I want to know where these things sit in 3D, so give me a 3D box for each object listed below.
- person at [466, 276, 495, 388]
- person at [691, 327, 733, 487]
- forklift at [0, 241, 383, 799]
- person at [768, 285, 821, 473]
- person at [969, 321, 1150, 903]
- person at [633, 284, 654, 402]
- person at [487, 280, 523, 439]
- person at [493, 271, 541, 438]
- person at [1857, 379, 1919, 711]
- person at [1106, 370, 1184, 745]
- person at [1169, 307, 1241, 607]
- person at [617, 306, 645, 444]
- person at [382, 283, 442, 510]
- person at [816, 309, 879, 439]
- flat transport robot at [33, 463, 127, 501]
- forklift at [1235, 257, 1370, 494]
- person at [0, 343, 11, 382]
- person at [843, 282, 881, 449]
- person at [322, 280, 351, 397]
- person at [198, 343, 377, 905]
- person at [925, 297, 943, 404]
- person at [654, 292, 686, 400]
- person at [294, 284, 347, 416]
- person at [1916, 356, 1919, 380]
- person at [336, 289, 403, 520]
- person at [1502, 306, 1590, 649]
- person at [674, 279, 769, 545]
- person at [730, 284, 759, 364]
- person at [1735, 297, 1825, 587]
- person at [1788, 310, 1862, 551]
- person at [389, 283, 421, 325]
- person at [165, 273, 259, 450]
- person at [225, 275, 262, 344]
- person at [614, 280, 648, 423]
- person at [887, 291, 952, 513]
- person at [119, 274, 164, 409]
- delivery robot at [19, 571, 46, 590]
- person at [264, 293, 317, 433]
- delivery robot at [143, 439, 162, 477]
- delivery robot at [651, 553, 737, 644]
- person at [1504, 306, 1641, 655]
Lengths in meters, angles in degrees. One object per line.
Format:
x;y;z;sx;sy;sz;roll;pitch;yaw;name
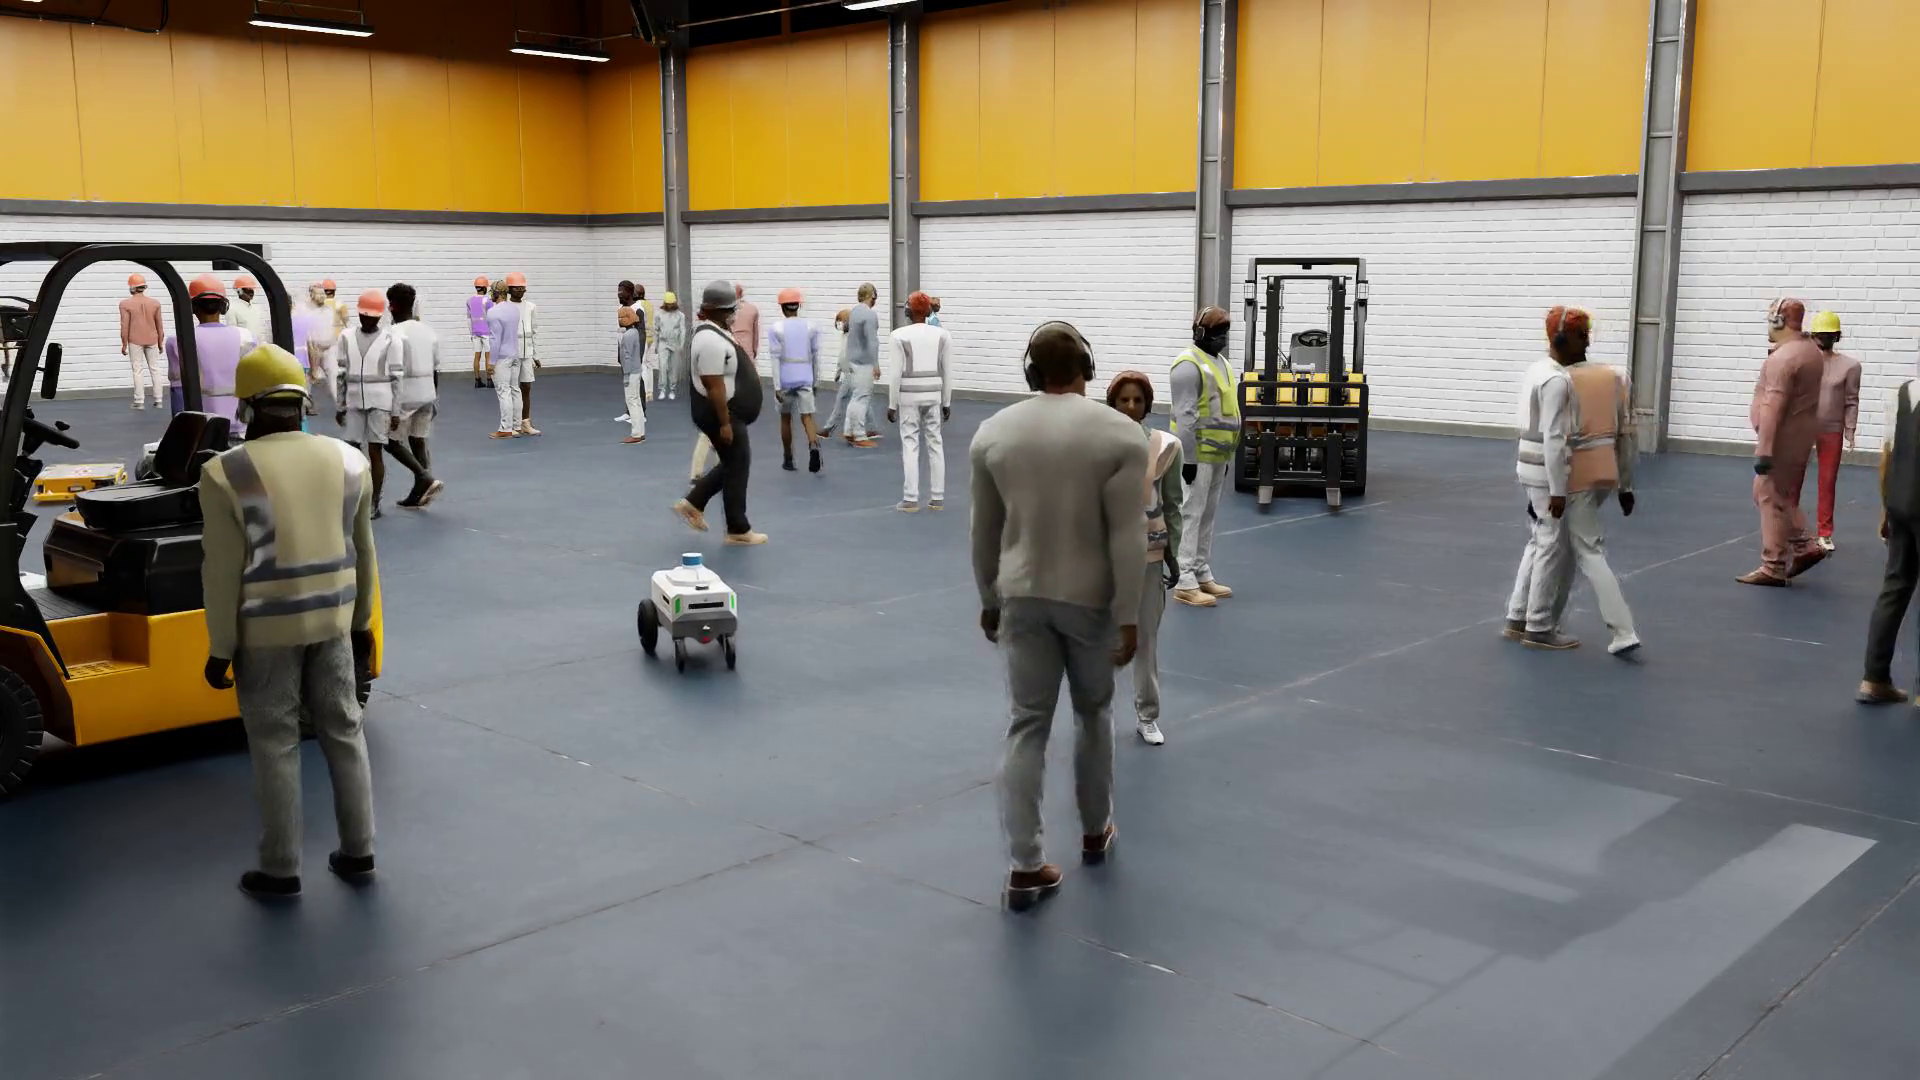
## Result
-8.301;-3.611;28.961;0.542;1.939;0.361;3;10;20;person
-2.300;-1.282;15.764;0.570;1.589;0.574;-2;9;-12;person
-3.706;-0.171;7.093;1.214;2.155;2.313;9;13;43;forklift
-1.656;-1.617;16.837;0.542;1.913;0.845;-3;10;-20;person
0.333;0.217;5.625;0.650;1.886;0.912;3;10;16;person
-4.983;-3.057;25.869;0.429;1.839;0.634;1;9;9;person
-5.568;-2.194;20.279;0.373;1.940;0.630;2;10;13;person
-5.436;-2.281;20.492;0.374;2.044;0.607;8;12;40;person
4.536;-0.100;7.771;0.471;1.838;0.590;-2;10;-14;person
0.715;0.081;7.244;0.513;1.641;0.307;0;9;-2;person
1.525;-0.522;10.333;0.430;1.841;0.624;5;11;29;person
-3.921;-1.959;19.798;0.276;1.627;0.501;0;9;-1;person
-4.651;-1.198;14.132;0.492;1.948;0.638;4;10;25;person
-1.379;-1.994;20.126;0.884;1.575;0.529;-2;9;-11;person
-8.049;-0.541;15.241;0.652;0.197;1.431;-4;10;-22;flat transport robot
3.309;-1.629;16.029;1.214;2.155;2.313;2;9;11;forklift
-11.955;-2.140;20.380;0.565;1.812;0.948;-5;10;-26;person
-1.121;-2.011;19.236;0.429;1.924;0.760;-3;10;-19;person
-10.185;-3.278;27.077;0.552;1.896;0.858;0;9;2;person
-2.206;0.274;5.473;0.404;1.831;0.599;7;12;38;person
-0.428;-2.914;25.603;0.315;1.641;0.515;-3;10;-16;person
-4.569;-3.045;26.206;0.505;1.692;0.809;-2;9;-12;person
-8.977;-2.655;23.352;0.985;1.850;0.671;6;11;32;person
6.702;-0.674;11.059;0.651;1.906;0.403;9;13;43;person
-4.881;-1.109;13.736;0.603;1.903;0.460;0;9;3;person
3.217;-0.338;9.111;0.460;1.878;0.651;2;10;14;person
-1.775;-0.963;12.418;0.619;2.000;0.710;-1;9;-7;person
-3.230;-2.814;24.362;0.663;1.856;1.005;-5;10;-27;person
5.336;-0.629;10.829;0.420;1.888;0.664;8;12;41;person
6.316;-0.800;12.253;0.524;1.769;0.315;4;10;25;person
-9.466;-3.479;28.488;0.542;1.830;0.483;-3;10;-16;person
-5.011;-0.766;11.203;0.615;2.041;0.392;-9;13;-44;person
-9.118;-2.389;21.294;0.376;1.997;0.612;2;9;12;person
-4.443;-2.544;22.484;0.376;1.917;0.600;-8;12;-39;person
-0.342;-1.174;14.186;0.584;1.882;0.337;-4;10;-24;person
-12.104;-2.932;24.618;0.370;1.996;0.622;8;12;40;person
-5.226;0.323;8.769;0.477;0.478;0.707;8;12;35;delivery robot
-7.719;-1.921;18.962;0.773;1.812;0.584;4;10;21;person
-7.513;-0.851;15.988;0.477;0.478;0.707;1;9;5;delivery robot
-1.421;0.313;8.852;0.477;0.478;0.707;-3;10;-20;delivery robot
3.415;-0.322;9.036;0.587;1.881;0.898;-6;11;-31;person
